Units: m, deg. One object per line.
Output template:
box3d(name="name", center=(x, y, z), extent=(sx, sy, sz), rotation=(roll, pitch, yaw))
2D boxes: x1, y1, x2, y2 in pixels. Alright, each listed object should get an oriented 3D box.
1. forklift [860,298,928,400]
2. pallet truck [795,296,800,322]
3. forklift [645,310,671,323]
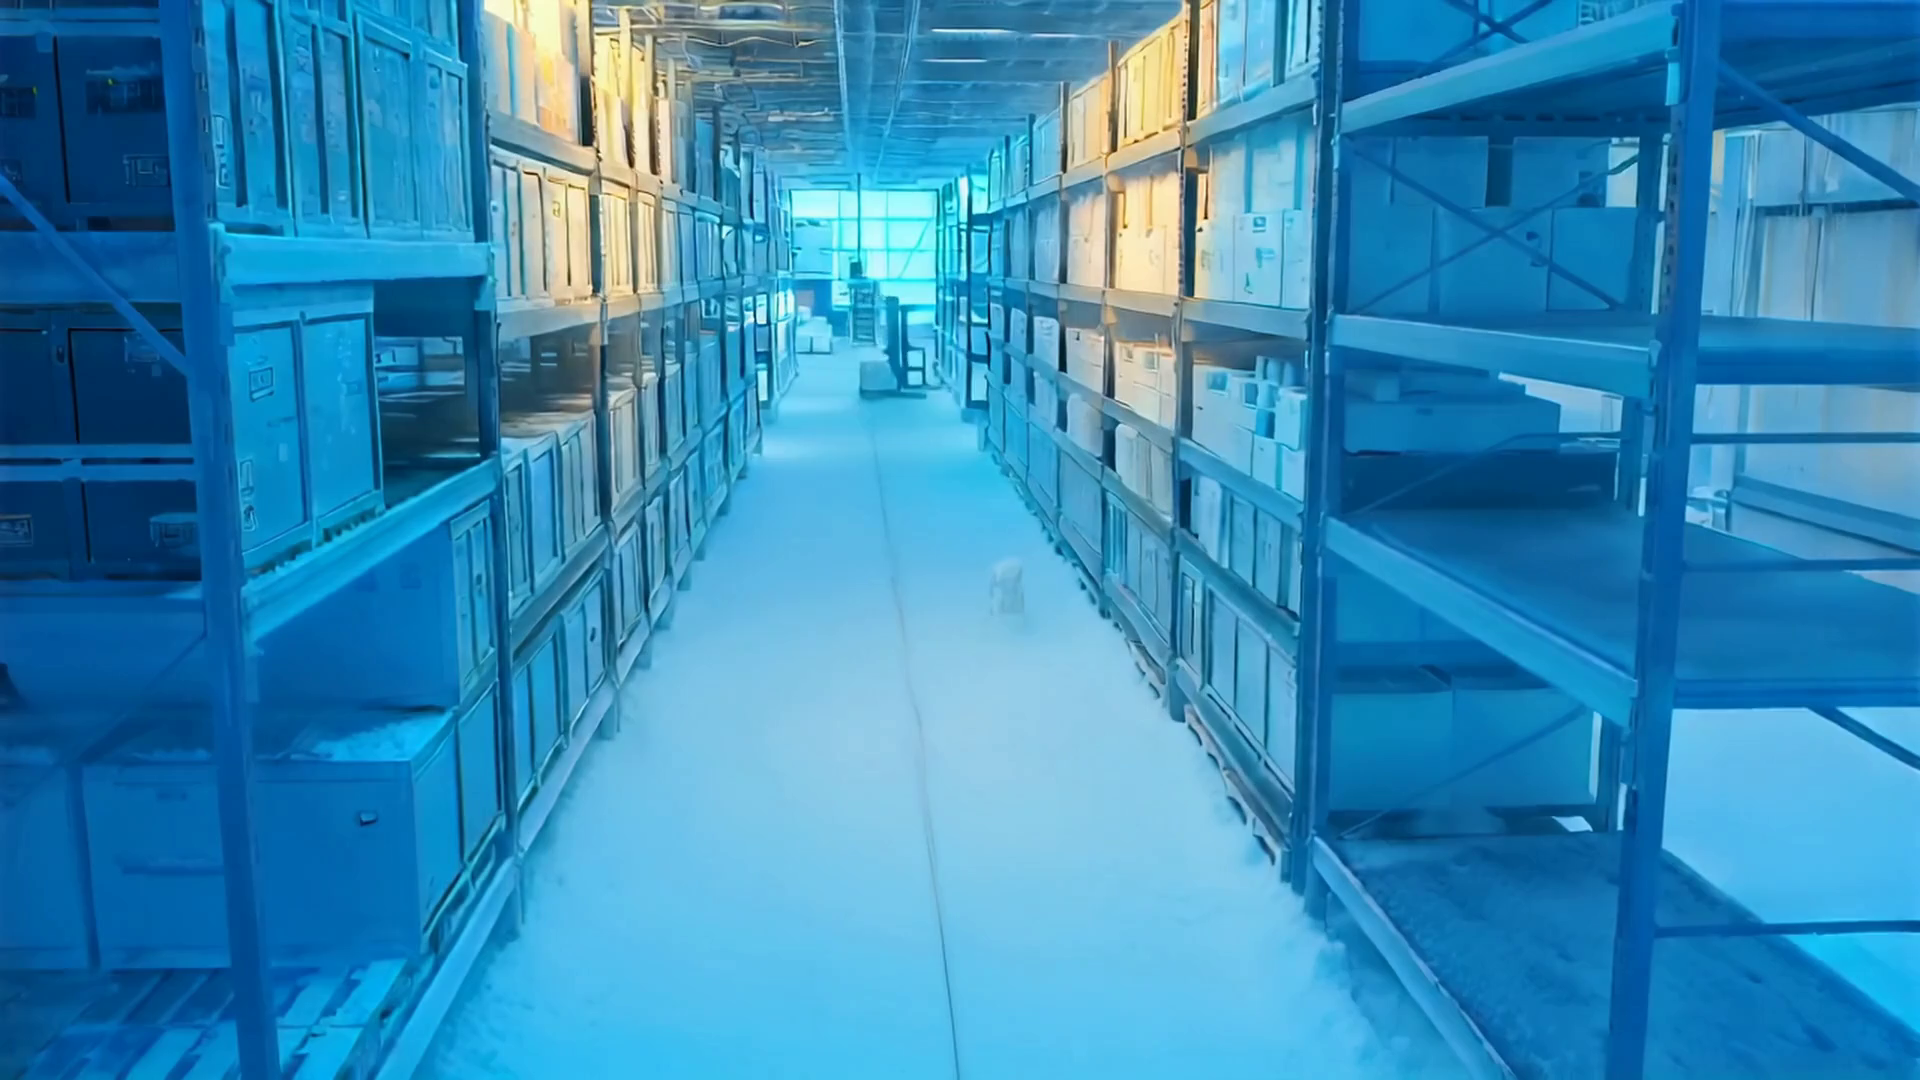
box3d(name="forklift", center=(-1.868, -5.349, 46.419), extent=(1.873, 2.768, 1.129), rotation=(-1, 10, -3))
box3d(name="pallet truck", center=(-8.622, -12.439, 91.403), extent=(1.885, 1.965, 0.823), rotation=(2, 10, 13))
box3d(name="forklift", center=(-10.416, -7.201, 57.483), extent=(1.129, 2.768, 1.873), rotation=(0, 10, -1))
